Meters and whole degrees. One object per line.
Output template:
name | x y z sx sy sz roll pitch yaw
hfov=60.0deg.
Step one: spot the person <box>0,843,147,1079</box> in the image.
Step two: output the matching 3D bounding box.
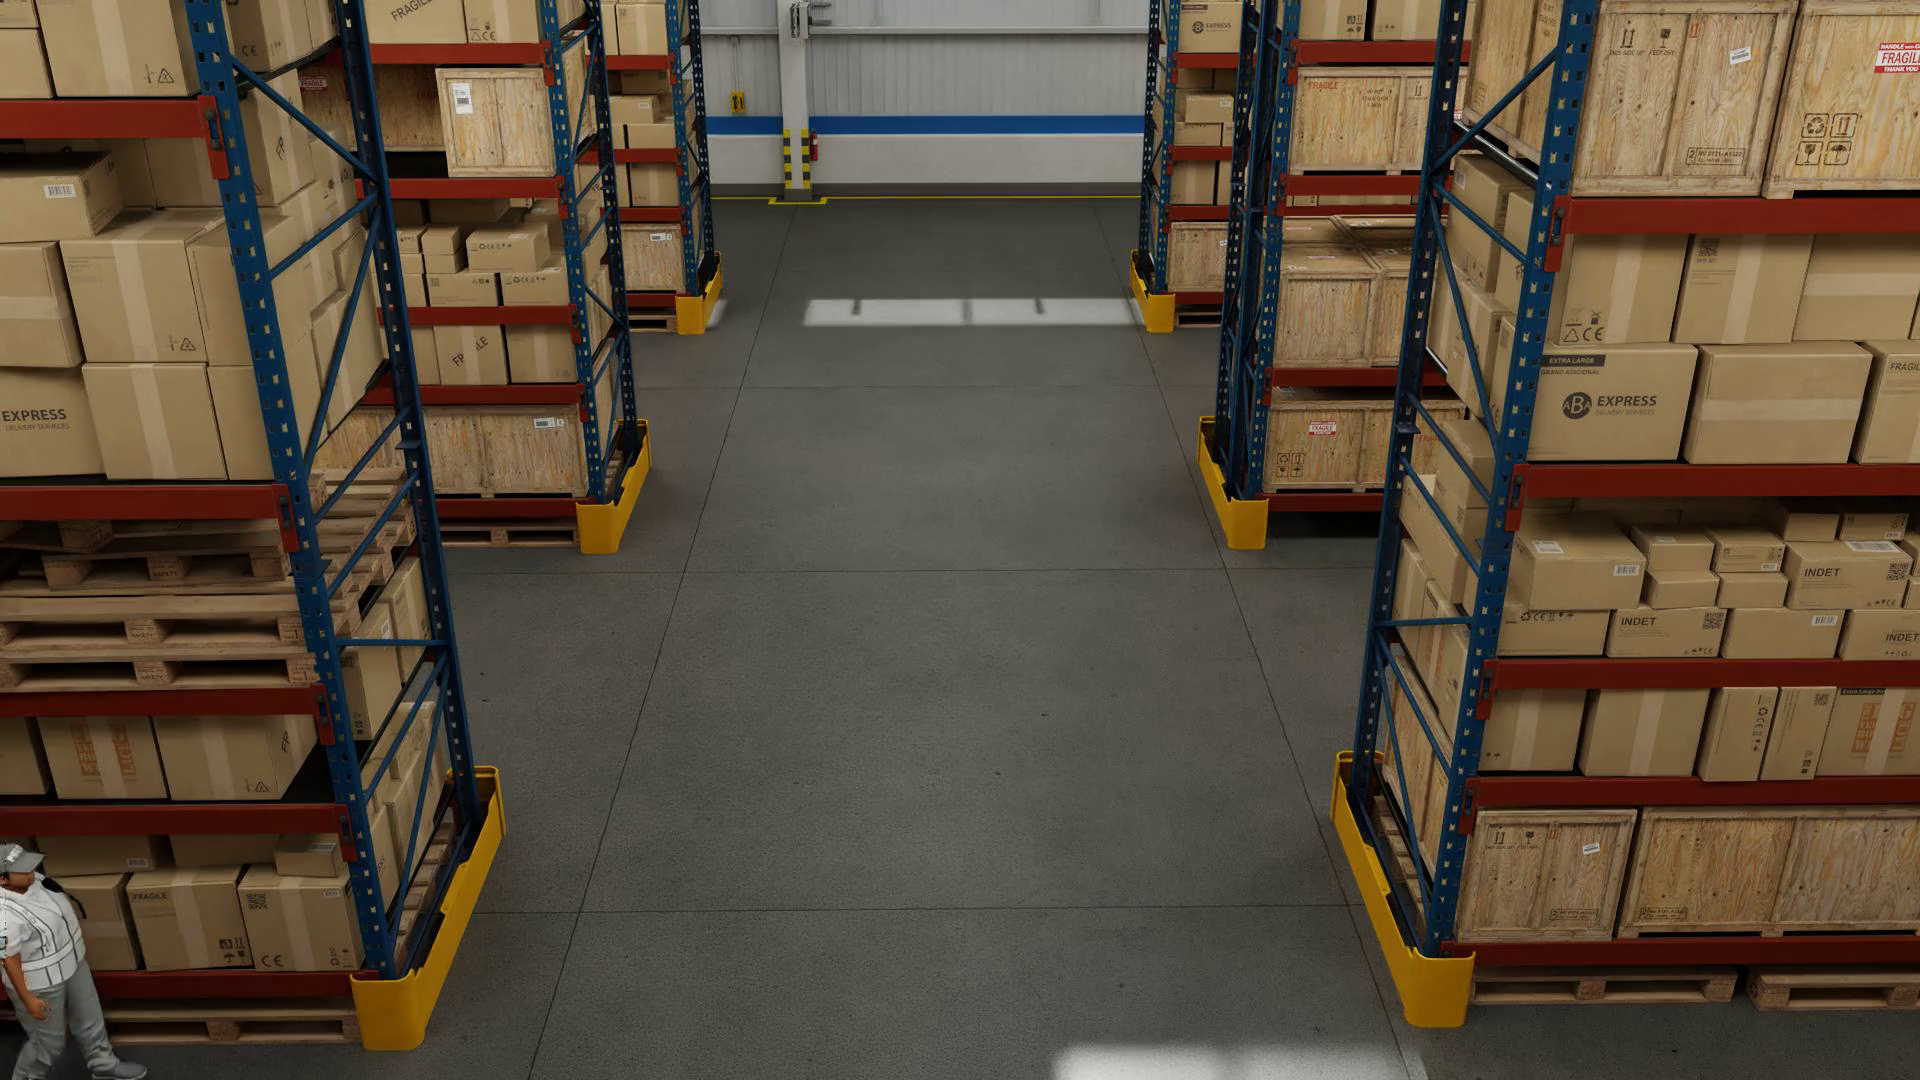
person | -4.940 2.346 8.996 0.656 1.680 0.483 -1 25 -2
